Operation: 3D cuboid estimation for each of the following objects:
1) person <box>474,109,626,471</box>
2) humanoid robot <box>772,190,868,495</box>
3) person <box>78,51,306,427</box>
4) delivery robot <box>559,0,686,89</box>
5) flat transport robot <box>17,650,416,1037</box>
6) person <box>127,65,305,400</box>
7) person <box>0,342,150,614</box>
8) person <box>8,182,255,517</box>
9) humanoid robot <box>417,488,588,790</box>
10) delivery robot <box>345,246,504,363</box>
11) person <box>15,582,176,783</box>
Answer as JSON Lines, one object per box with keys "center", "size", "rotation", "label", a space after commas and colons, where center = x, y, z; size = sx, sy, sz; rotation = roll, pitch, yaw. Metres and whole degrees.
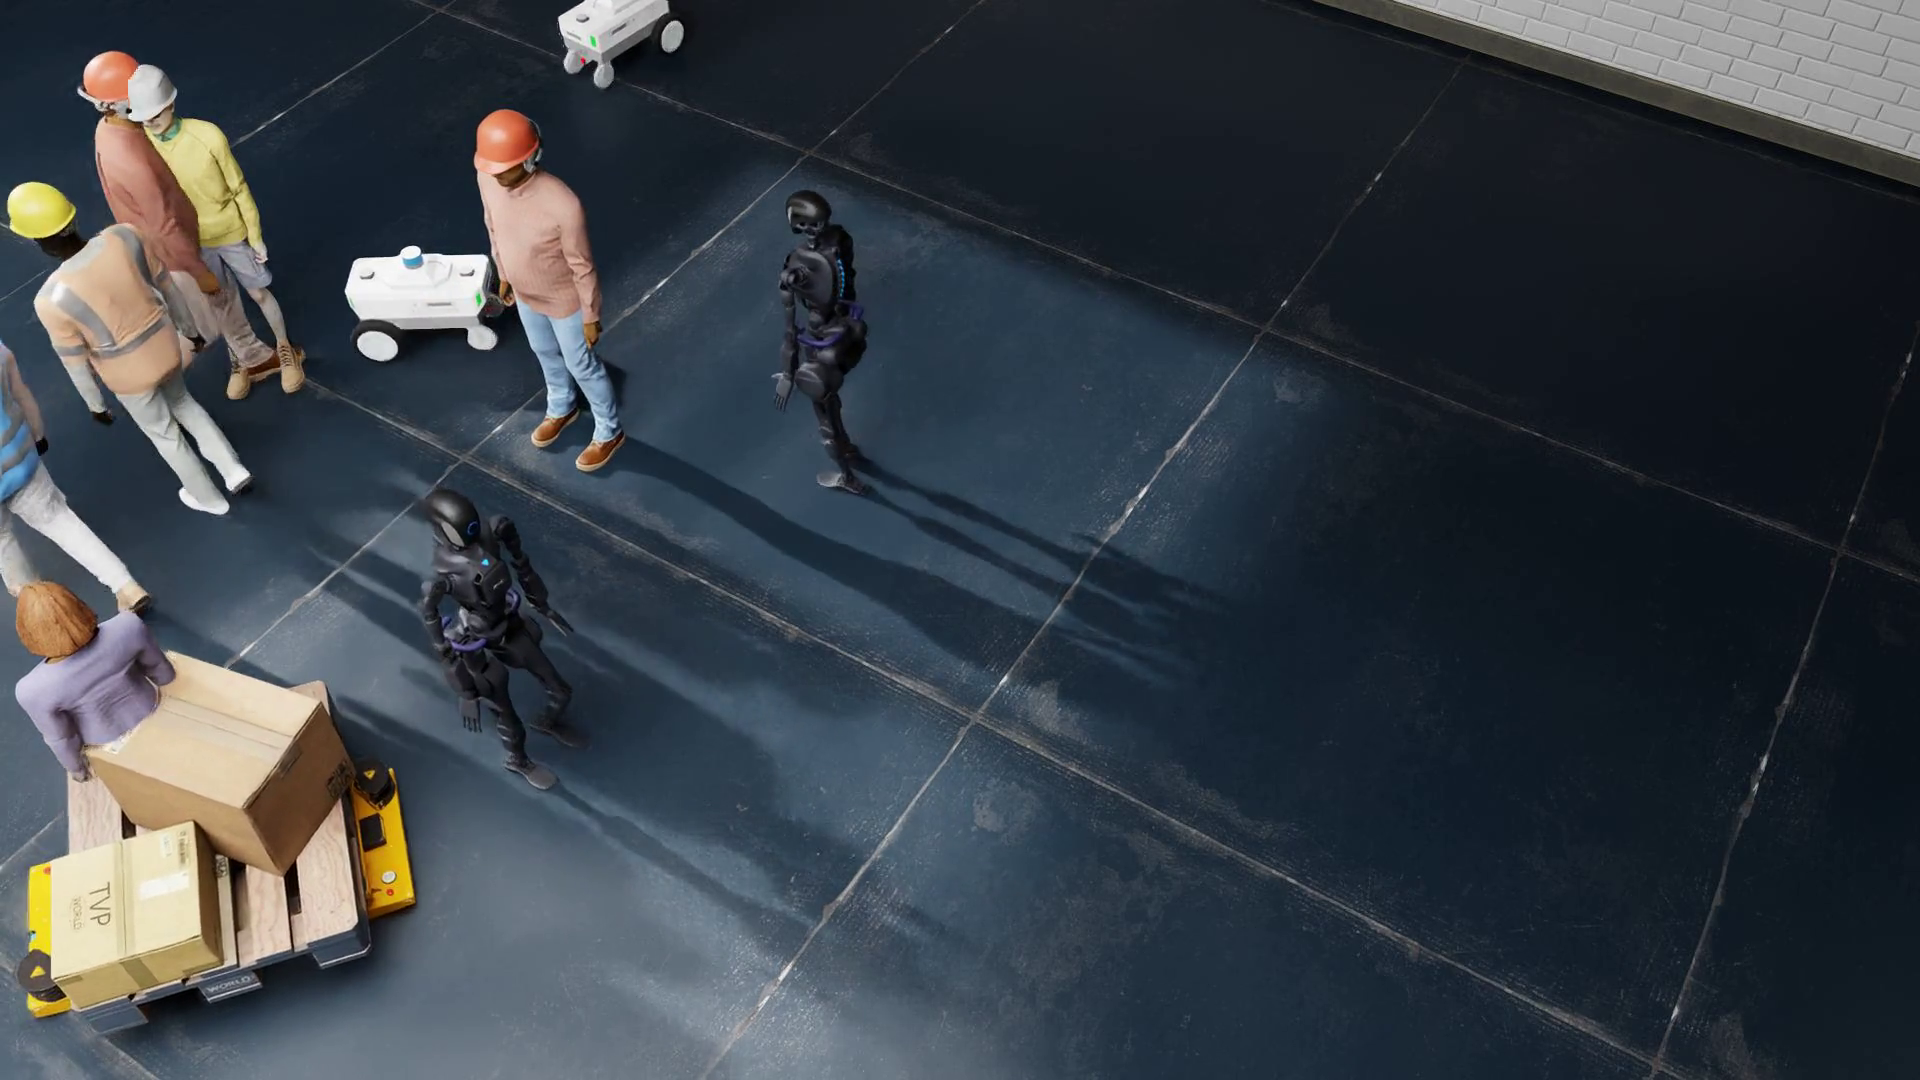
{"center": [-1.905, -1.137, 7.674], "size": [0.619, 1.986, 0.399], "rotation": [29, 55, 23], "label": "person"}
{"center": [-0.622, -0.872, 7.643], "size": [0.431, 1.646, 0.600], "rotation": [23, 53, 19], "label": "humanoid robot"}
{"center": [-3.807, -1.397, 7.910], "size": [0.807, 1.966, 0.623], "rotation": [-20, 52, -16], "label": "person"}
{"center": [-2.148, -3.258, 10.486], "size": [0.499, 0.614, 0.812], "rotation": [30, 55, 24], "label": "delivery robot"}
{"center": [-2.952, 1.357, 6.629], "size": [1.431, 0.231, 0.659], "rotation": [-15, 51, -13], "label": "flat transport robot"}
{"center": [-3.614, -1.472, 8.027], "size": [0.485, 1.888, 0.395], "rotation": [-8, 49, -7], "label": "person"}
{"center": [-4.080, -0.281, 7.041], "size": [0.769, 1.820, 0.626], "rotation": [25, 54, 21], "label": "person"}
{"center": [-3.681, -0.811, 7.429], "size": [0.428, 1.916, 0.636], "rotation": [21, 52, 18], "label": "person"}
{"center": [-1.807, 0.411, 6.513], "size": [0.348, 1.649, 0.601], "rotation": [22, 52, 18], "label": "humanoid robot"}
{"center": [-2.834, -1.277, 8.744], "size": [0.791, 0.598, 0.499], "rotation": [-2, 49, -2], "label": "delivery robot"}
{"center": [-3.142, 0.720, 6.278], "size": [0.275, 1.632, 0.506], "rotation": [30, 55, 24], "label": "person"}
